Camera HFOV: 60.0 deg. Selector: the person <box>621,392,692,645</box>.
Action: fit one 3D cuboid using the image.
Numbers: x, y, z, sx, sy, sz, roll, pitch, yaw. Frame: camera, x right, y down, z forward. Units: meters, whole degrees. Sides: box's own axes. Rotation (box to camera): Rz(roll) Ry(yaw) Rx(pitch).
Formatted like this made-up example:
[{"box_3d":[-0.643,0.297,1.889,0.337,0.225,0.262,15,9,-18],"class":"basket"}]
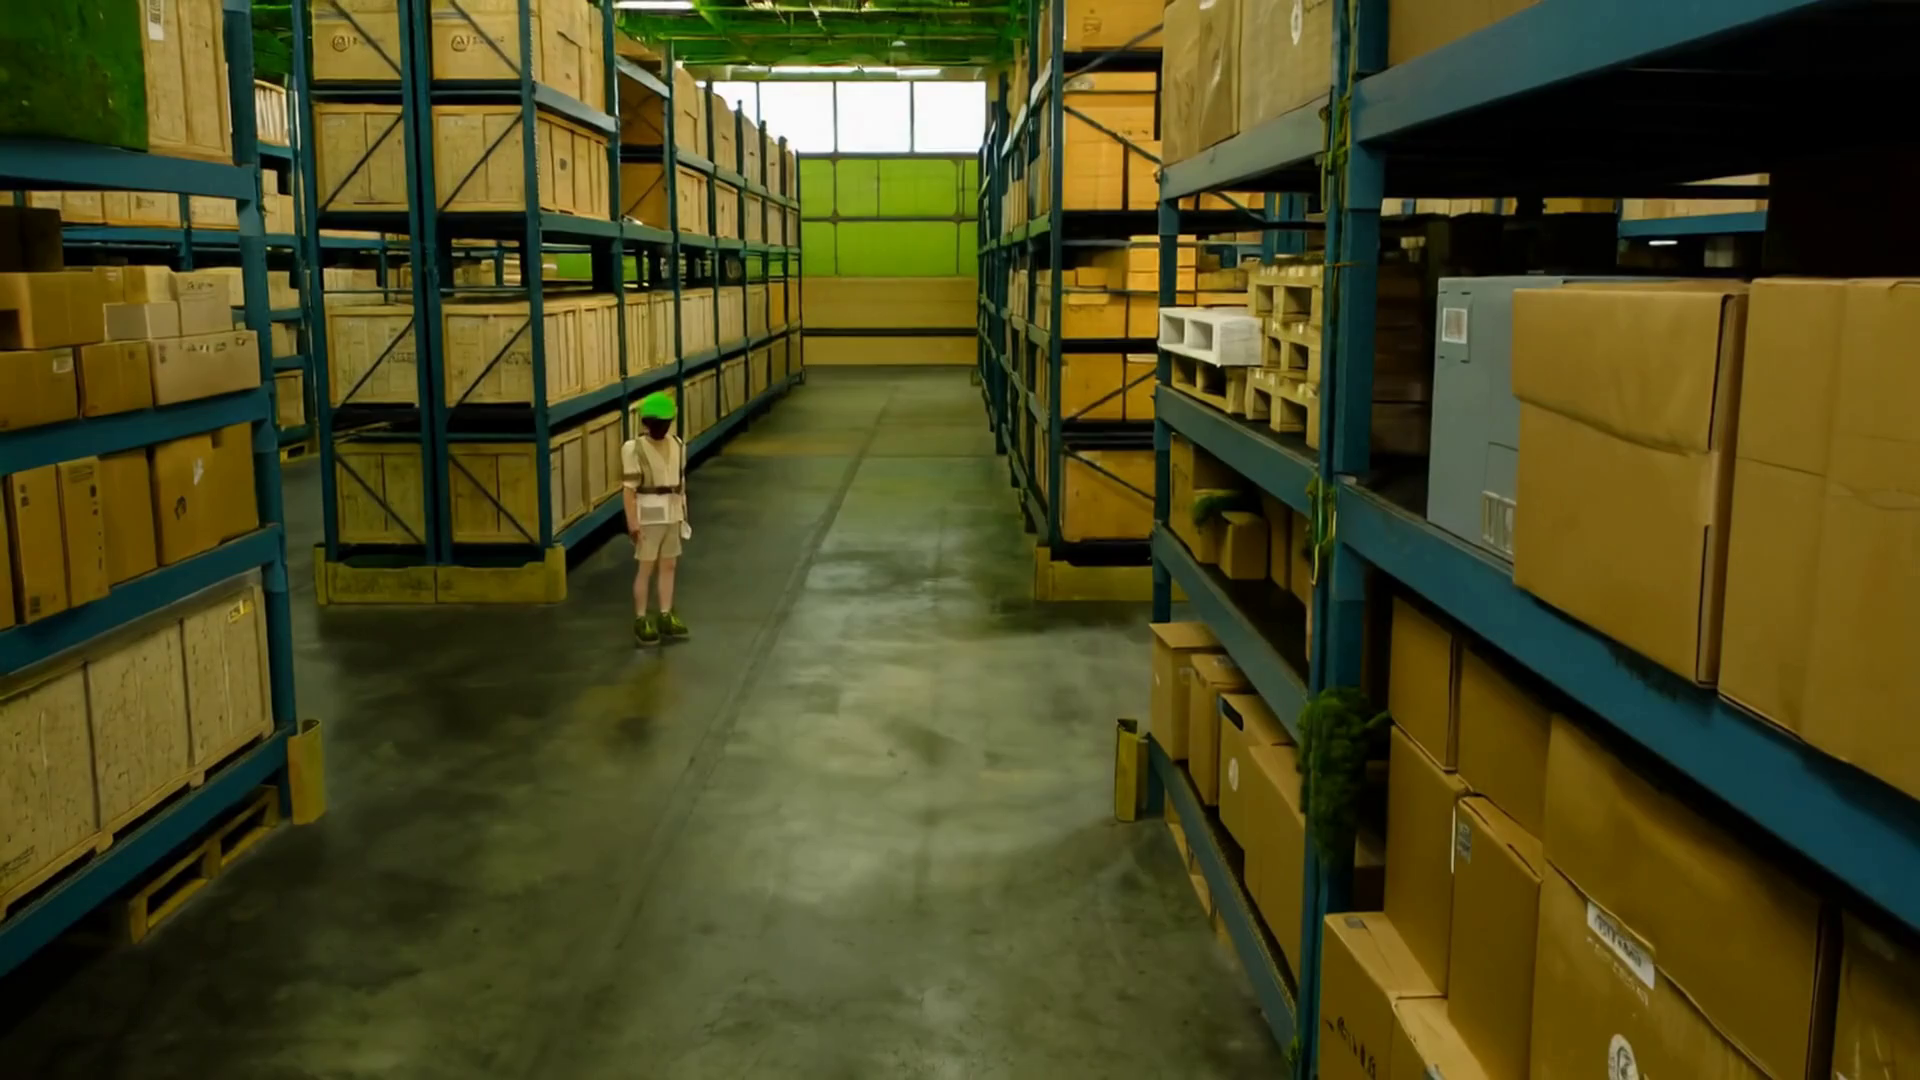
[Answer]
[{"box_3d":[-2.435,-0.178,13.505,0.382,2.041,0.616,8,12,42],"class":"person"}]
